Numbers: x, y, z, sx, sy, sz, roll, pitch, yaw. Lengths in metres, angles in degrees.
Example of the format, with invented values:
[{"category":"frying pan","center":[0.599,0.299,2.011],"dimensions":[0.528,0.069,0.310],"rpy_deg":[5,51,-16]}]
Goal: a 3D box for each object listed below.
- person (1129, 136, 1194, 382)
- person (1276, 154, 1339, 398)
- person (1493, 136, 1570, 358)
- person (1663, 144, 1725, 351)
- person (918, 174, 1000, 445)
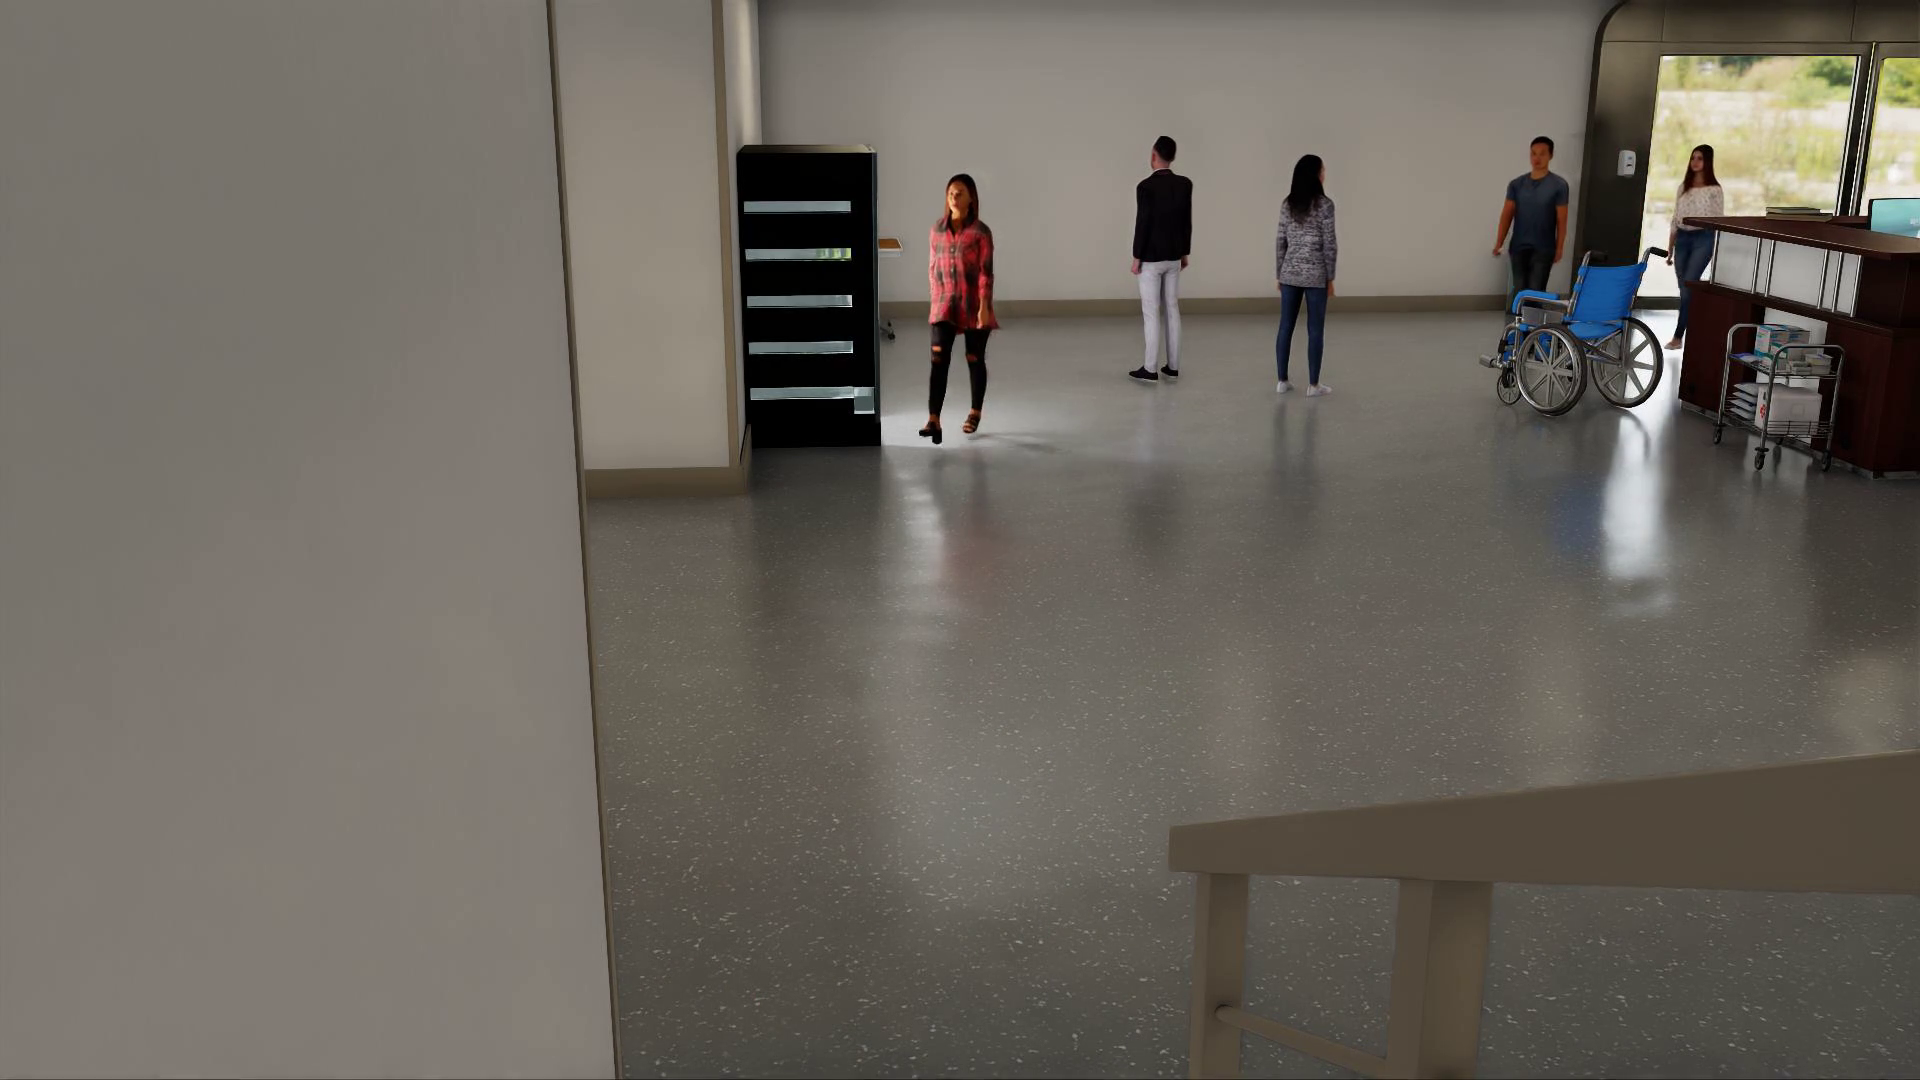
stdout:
[{"category":"person","center":[1.540,-2.155,12.737],"dimensions":[0.732,1.844,0.700],"rpy_deg":[-8,18,-27]},{"category":"person","center":[2.514,-1.934,12.161],"dimensions":[0.681,1.733,0.738],"rpy_deg":[12,20,37]},{"category":"person","center":[4.739,-2.386,13.665],"dimensions":[0.940,1.786,0.998],"rpy_deg":[13,21,39]},{"category":"person","center":[6.280,-2.459,14.107],"dimensions":[1.040,1.687,1.147],"rpy_deg":[-11,19,-34]},{"category":"person","center":[0.045,-1.446,10.574],"dimensions":[0.943,1.654,1.155],"rpy_deg":[7,17,22]}]
